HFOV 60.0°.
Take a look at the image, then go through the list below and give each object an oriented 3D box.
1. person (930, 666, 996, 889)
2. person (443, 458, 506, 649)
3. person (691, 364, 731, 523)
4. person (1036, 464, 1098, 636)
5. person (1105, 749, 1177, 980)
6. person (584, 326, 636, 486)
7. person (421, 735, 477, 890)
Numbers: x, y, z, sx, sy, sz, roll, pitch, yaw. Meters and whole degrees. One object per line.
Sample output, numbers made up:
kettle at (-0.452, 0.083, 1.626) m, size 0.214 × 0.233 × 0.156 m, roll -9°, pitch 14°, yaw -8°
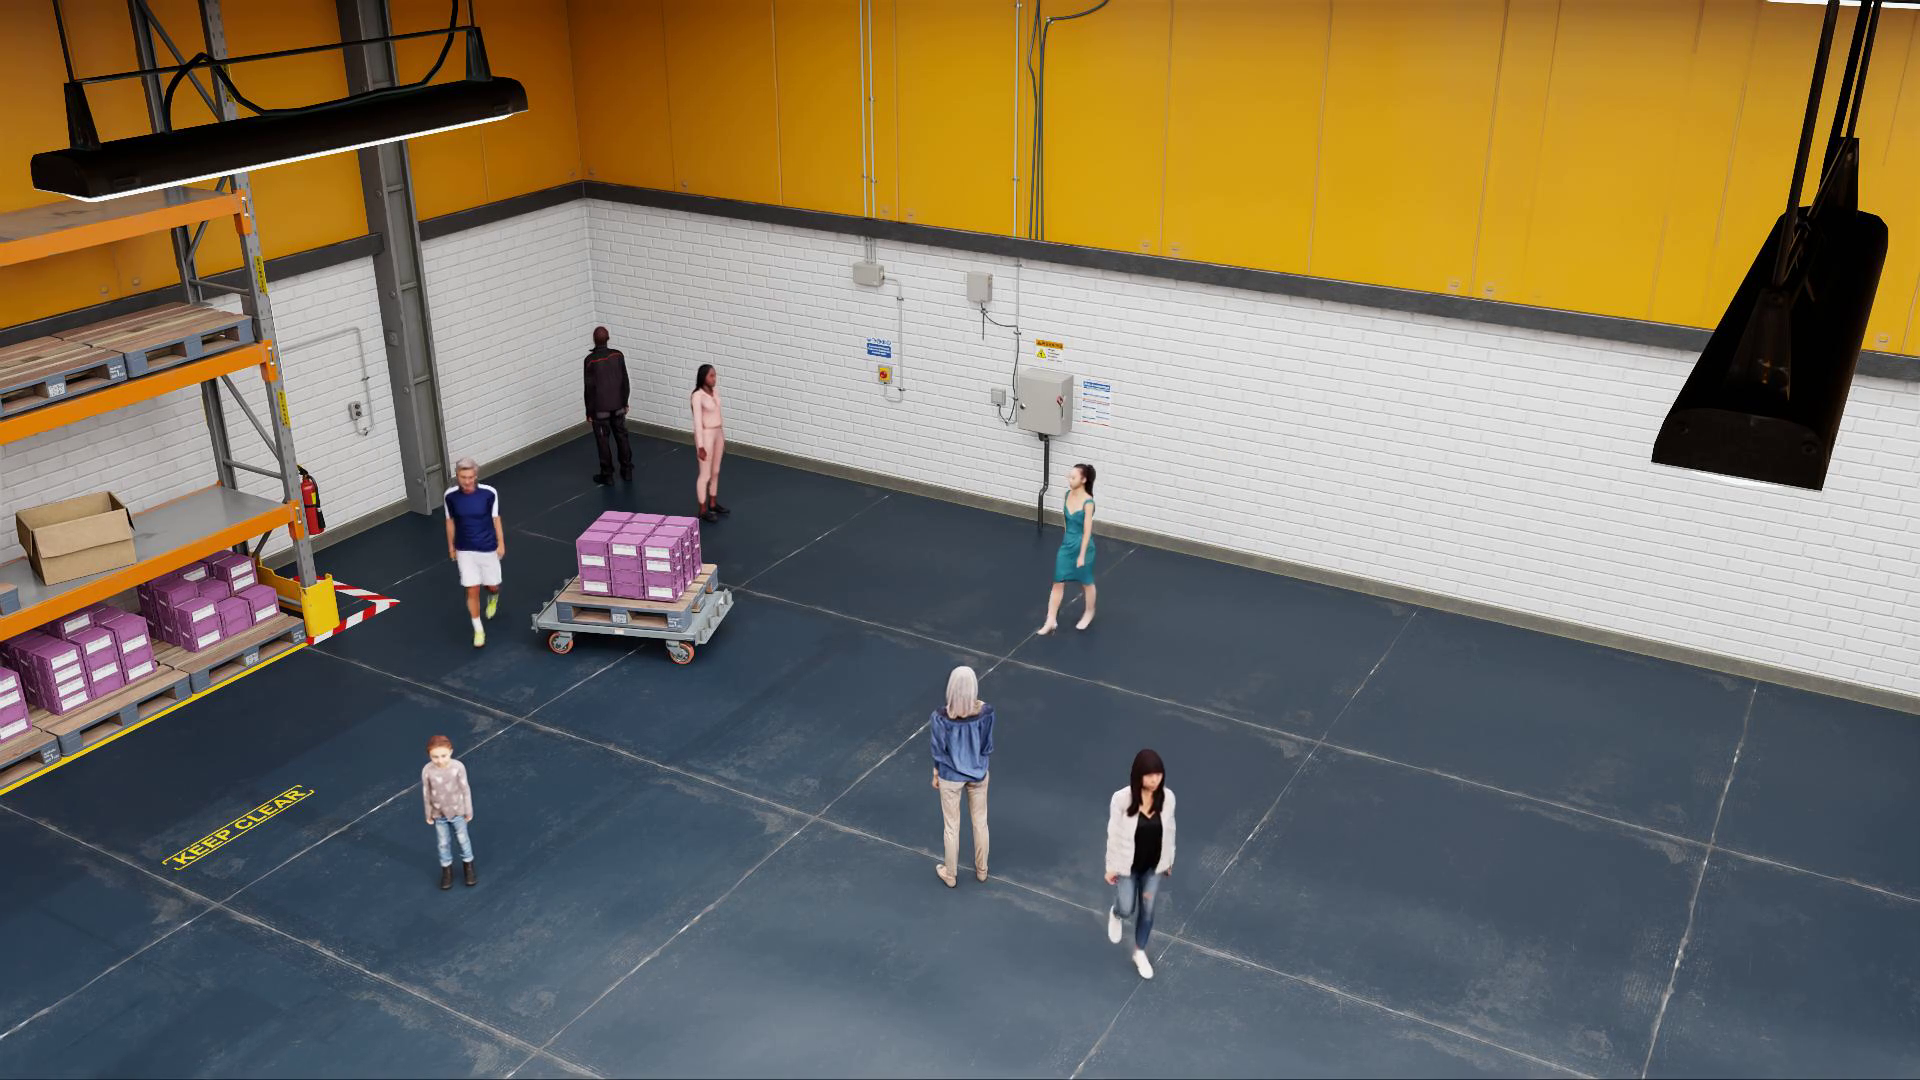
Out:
person at (0.025, 1.644, 11.600) m, size 0.701 × 1.697 × 0.766 m, roll -7°, pitch 25°, yaw -15°
person at (-4.378, 0.048, 15.114) m, size 0.989 × 1.807 × 1.075 m, roll -2°, pitch 24°, yaw -4°
person at (-2.678, -1.050, 17.735) m, size 0.702 × 1.720 × 0.486 m, roll 10°, pitch 26°, yaw 22°
person at (1.141, 0.084, 15.217) m, size 0.964 × 1.660 × 0.774 m, roll -18°, pitch 30°, yaw -36°
person at (1.136, 2.042, 10.789) m, size 0.843 × 1.619 × 0.908 m, roll -5°, pitch 24°, yaw -10°
person at (-3.960, -1.519, 18.678) m, size 0.689 × 1.825 × 0.846 m, roll -17°, pitch 29°, yaw -33°
person at (-3.596, 1.884, 11.680) m, size 0.552 × 1.193 × 0.603 m, roll -4°, pitch 24°, yaw -9°
